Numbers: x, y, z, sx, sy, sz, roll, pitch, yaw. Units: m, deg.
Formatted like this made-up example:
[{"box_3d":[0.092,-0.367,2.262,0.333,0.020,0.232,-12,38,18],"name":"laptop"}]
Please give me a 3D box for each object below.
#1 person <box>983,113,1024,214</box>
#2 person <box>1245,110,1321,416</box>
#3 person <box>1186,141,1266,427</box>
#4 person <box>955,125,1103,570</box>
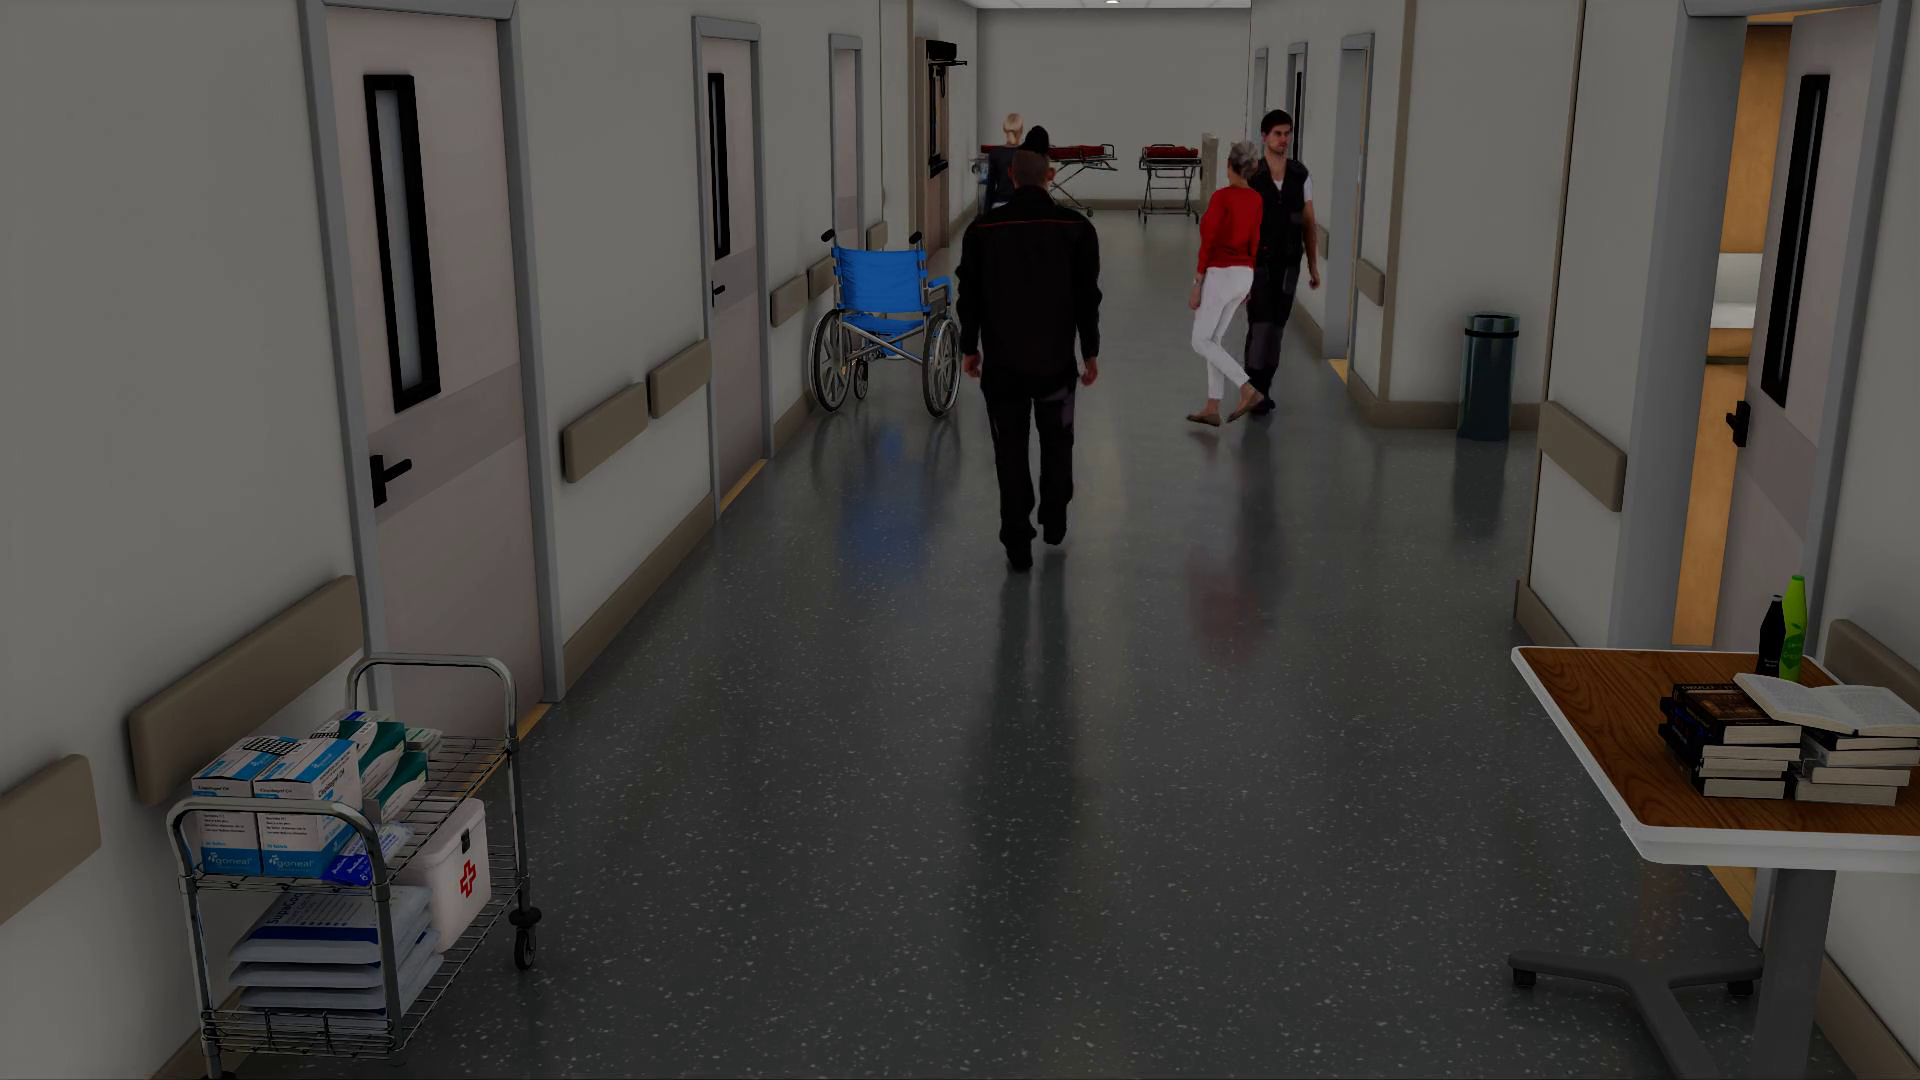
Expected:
[{"box_3d":[0.433,-2.873,14.689,0.738,1.696,0.969,4,16,15],"name":"person"},{"box_3d":[1.883,-1.715,10.333,0.807,1.831,0.886,-4,16,-15],"name":"person"},{"box_3d":[1.620,-1.457,9.737,0.869,1.658,0.823,13,20,38],"name":"person"},{"box_3d":[0.298,-0.782,6.998,0.789,1.844,0.863,1,16,2],"name":"person"}]
